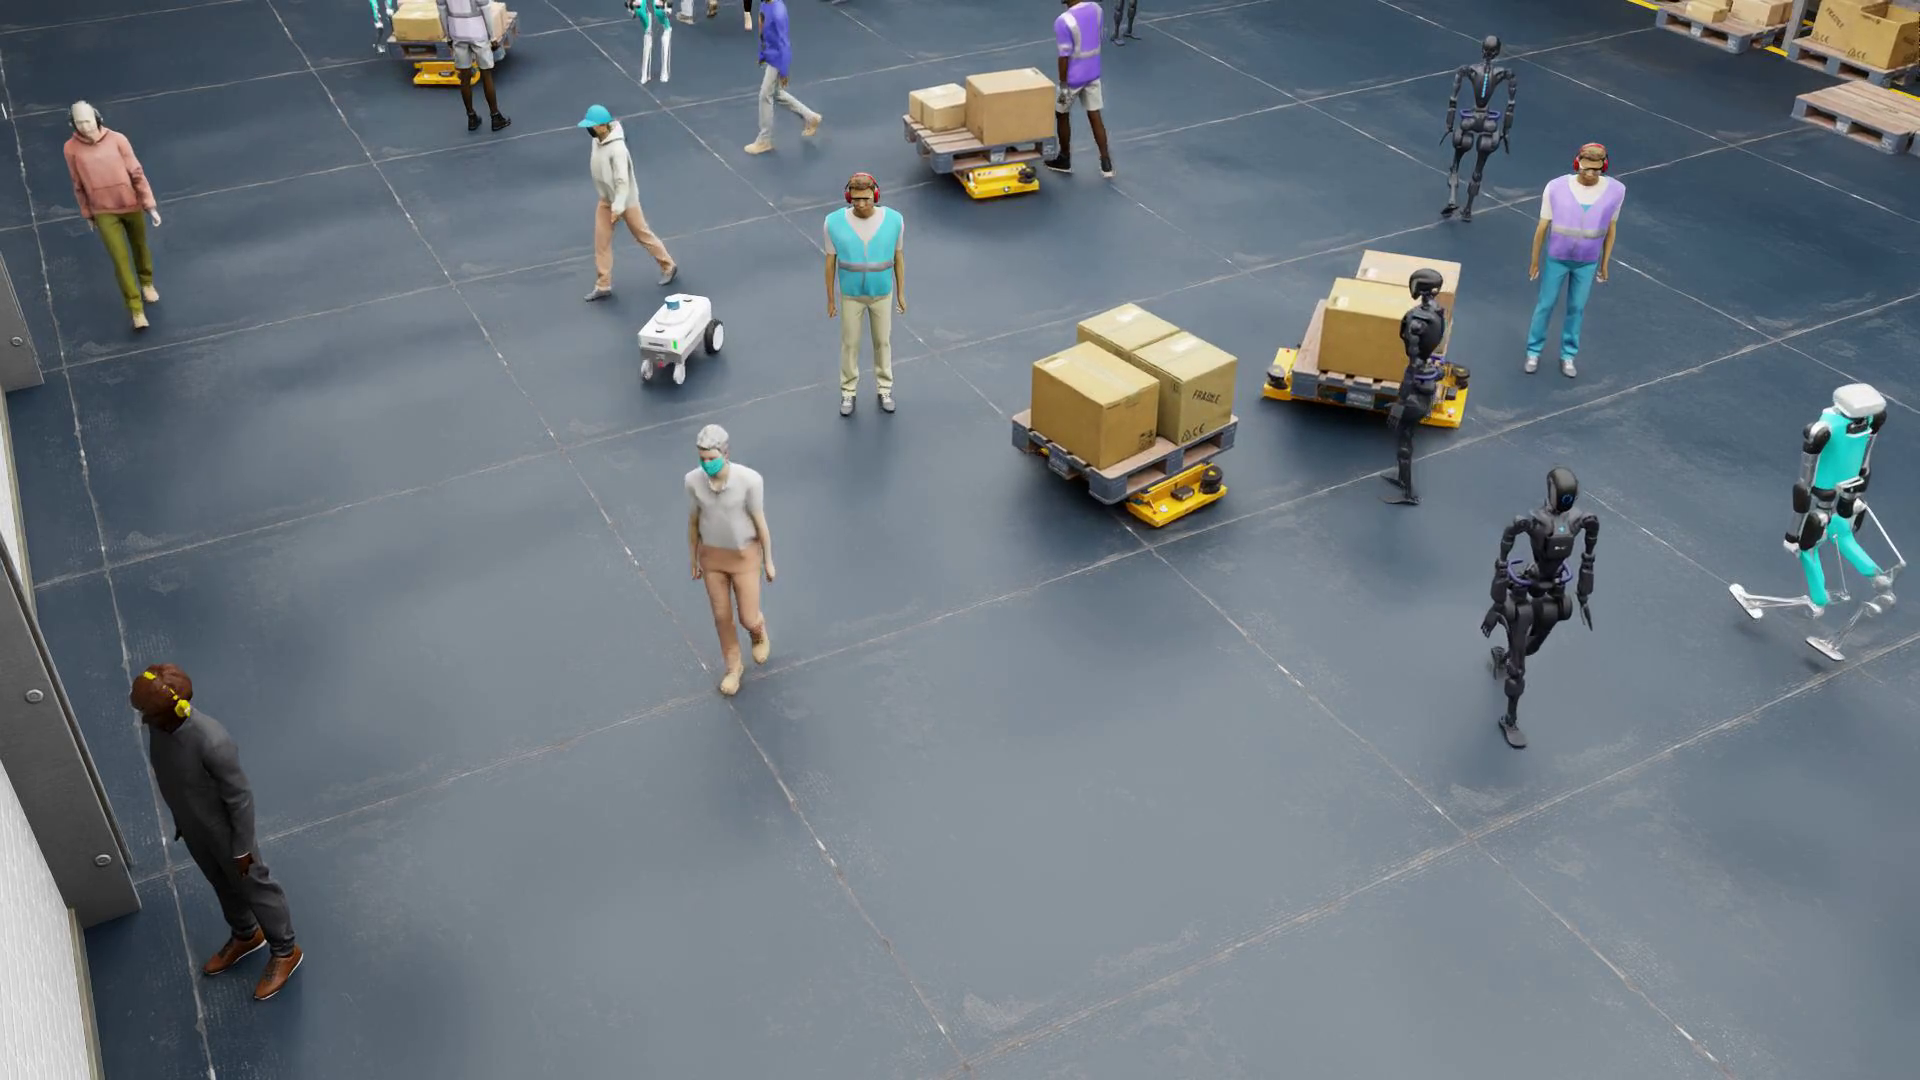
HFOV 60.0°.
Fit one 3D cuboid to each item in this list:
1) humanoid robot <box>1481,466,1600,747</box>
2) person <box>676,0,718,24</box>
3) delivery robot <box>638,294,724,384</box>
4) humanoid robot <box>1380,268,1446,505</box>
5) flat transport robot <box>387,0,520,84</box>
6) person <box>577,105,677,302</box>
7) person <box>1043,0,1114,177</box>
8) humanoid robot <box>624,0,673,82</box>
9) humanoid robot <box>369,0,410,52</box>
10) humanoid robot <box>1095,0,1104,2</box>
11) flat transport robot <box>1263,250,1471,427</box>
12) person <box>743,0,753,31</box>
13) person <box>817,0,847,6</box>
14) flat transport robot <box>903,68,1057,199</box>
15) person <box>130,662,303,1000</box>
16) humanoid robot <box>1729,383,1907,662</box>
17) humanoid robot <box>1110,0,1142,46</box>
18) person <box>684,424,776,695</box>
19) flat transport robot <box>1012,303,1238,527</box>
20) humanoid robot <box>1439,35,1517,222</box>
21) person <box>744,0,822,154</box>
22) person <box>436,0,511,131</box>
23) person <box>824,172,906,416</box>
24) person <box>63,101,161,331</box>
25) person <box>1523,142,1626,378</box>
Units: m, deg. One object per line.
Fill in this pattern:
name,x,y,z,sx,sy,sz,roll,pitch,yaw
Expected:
humanoid robot,3.164,0.291,9.131,0.602,1.655,0.771,-3,35,-5
person,-3.141,-6.874,19.135,0.576,1.872,0.502,-29,44,-35
delivery robot,-2.163,-1.590,12.748,0.499,0.608,0.786,9,36,13
humanoid robot,2.997,-0.999,10.915,0.353,1.649,0.610,16,38,22
flat transport robot,-5.532,-5.342,18.344,0.659,0.231,1.431,-1,35,-1
person,-2.734,-2.770,13.493,0.477,1.626,0.841,27,43,33
person,1.150,-4.302,15.423,0.618,1.927,0.717,-28,44,-34
humanoid robot,-3.267,-5.736,17.646,0.541,1.827,0.674,2,35,4
humanoid robot,-6.363,-6.105,18.172,0.530,1.772,0.933,-13,37,-18
humanoid robot,1.840,-7.297,19.847,0.547,1.734,1.010,13,37,18
flat transport robot,3.037,-1.177,12.397,1.431,0.231,0.659,11,37,16
person,-2.338,-6.720,19.061,0.540,1.700,0.316,-11,37,-15
person,-1.482,-7.358,19.773,0.524,1.925,0.573,-1,35,-2
flat transport robot,0.190,-3.651,15.928,0.659,0.231,1.431,-12,37,-16
person,-3.350,1.293,7.473,0.492,1.873,0.354,18,39,24
humanoid robot,5.012,-0.037,9.470,0.556,1.732,0.995,-15,38,-20
humanoid robot,1.940,-6.434,18.662,0.599,1.657,0.315,-27,43,-33
person,-1.282,0.103,9.294,0.499,1.725,0.419,4,35,6
flat transport robot,1.111,-0.572,11.533,0.659,0.231,1.431,-25,42,-31
humanoid robot,4.556,-3.606,14.635,0.610,1.642,0.374,8,36,11
person,-1.724,-4.598,15.920,0.734,1.825,0.527,-13,37,-18
person,-4.823,-5.004,16.407,0.550,1.935,0.369,4,35,6
person,-0.672,-1.761,11.858,0.568,1.840,0.373,-5,35,-7
person,-6.615,-2.588,13.086,0.539,1.786,0.957,-16,38,-22
person,4.522,-2.087,12.338,0.565,1.833,0.396,5,35,7
